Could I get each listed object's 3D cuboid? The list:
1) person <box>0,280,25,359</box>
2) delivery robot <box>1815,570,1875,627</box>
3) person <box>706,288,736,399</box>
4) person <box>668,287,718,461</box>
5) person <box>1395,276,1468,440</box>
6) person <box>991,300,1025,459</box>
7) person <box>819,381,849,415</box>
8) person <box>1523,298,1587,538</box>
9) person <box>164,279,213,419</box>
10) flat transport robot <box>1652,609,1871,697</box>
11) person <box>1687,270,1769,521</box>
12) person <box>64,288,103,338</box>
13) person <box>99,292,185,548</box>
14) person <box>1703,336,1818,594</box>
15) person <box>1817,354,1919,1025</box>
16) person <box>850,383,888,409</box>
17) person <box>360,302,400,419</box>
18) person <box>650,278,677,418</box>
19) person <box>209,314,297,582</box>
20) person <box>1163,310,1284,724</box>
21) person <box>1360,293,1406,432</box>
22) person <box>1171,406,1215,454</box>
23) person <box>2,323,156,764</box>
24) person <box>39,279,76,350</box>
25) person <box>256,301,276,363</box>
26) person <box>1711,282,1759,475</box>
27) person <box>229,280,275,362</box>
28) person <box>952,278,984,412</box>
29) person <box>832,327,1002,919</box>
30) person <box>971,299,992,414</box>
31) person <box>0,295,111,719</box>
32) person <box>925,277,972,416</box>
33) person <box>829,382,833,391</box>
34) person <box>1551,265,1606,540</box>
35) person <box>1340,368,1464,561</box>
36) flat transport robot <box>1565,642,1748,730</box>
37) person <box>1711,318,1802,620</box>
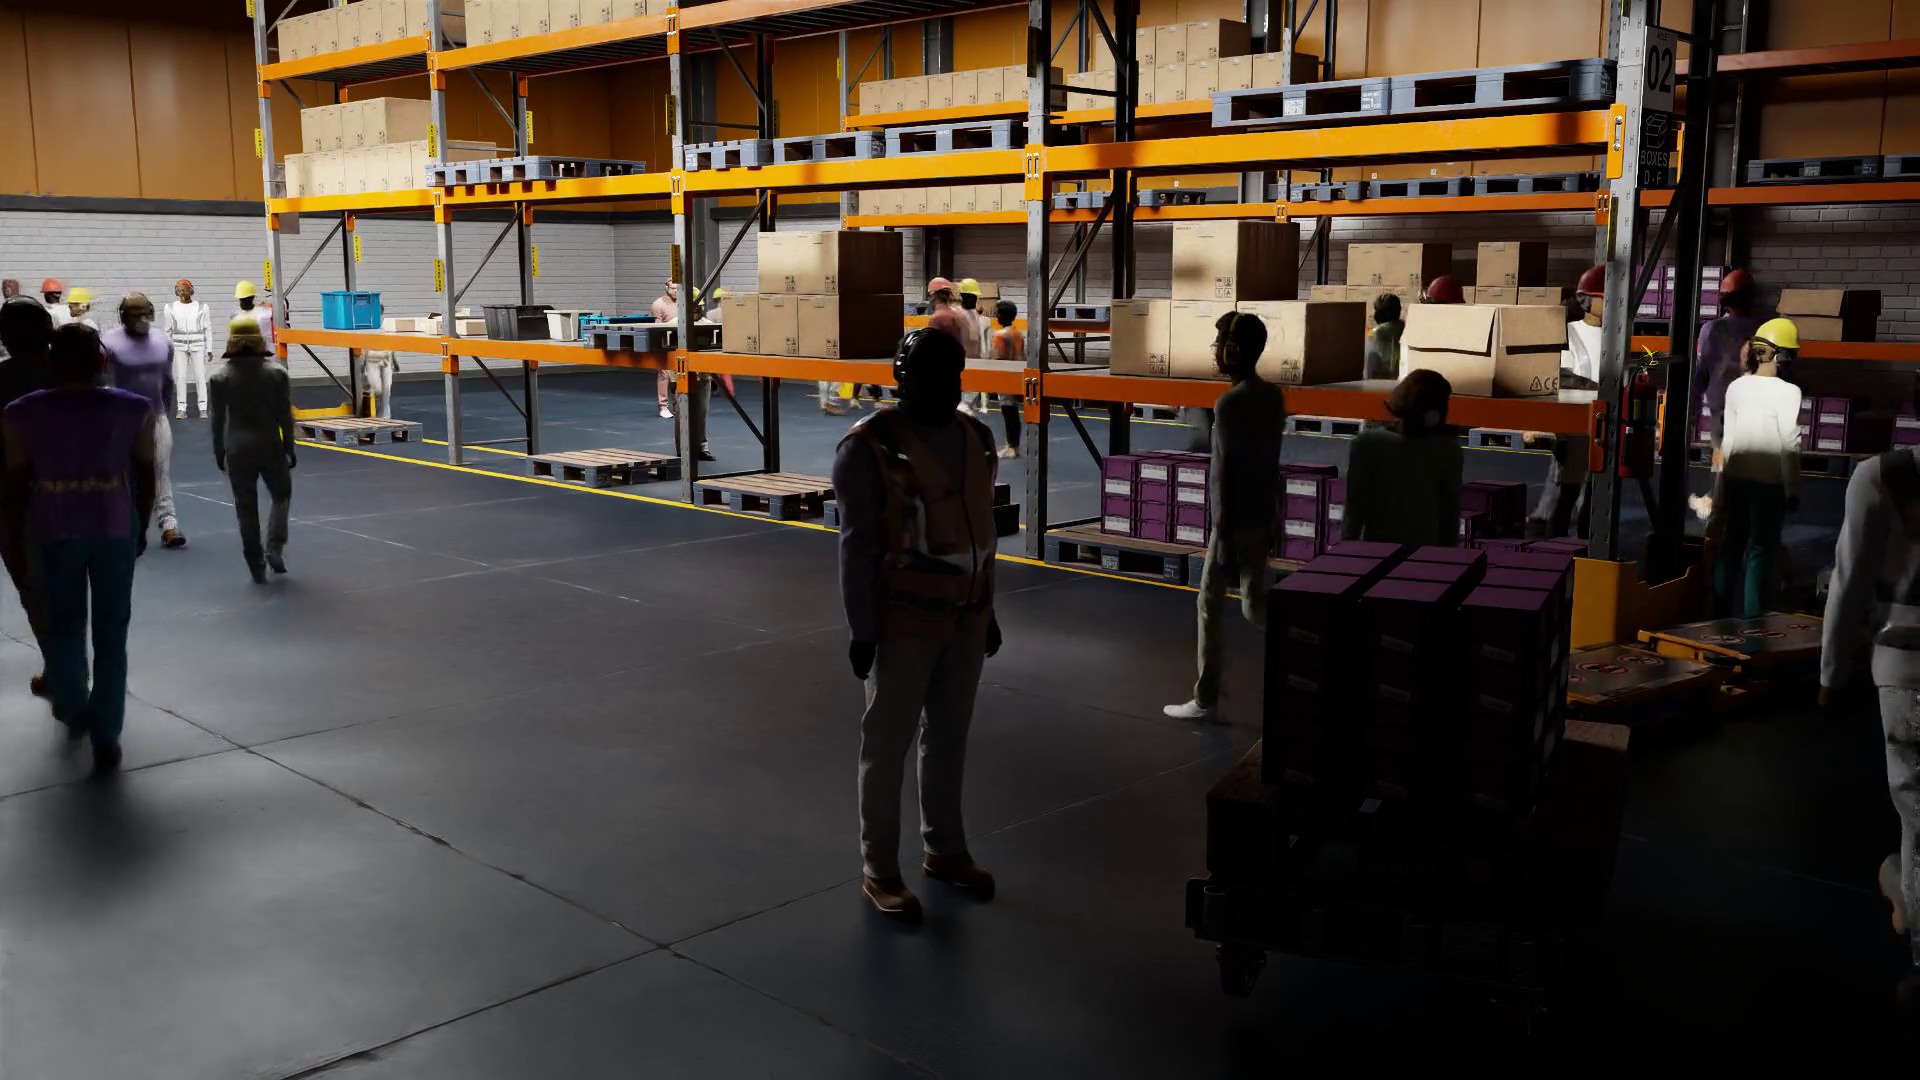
[{"bbox_3d":[-13.728,-2.826,24.083,0.915,1.859,0.670,0,9,2],"label":"person"},{"bbox_3d":[4.919,0.261,8.871,0.707,0.478,0.477,-5,11,-28],"label":"delivery robot"},{"bbox_3d":[-3.737,-3.067,26.003,0.535,1.720,0.893,-8,12,-40],"label":"person"},{"bbox_3d":[-2.778,-1.717,17.375,0.600,1.829,0.404,-9,13,-44],"label":"person"},{"bbox_3d":[3.411,-0.915,12.031,0.626,1.968,0.443,-9,13,-43],"label":"person"},{"bbox_3d":[0.514,-1.707,17.729,0.319,1.694,0.537,4,10,23],"label":"person"},{"bbox_3d":[-1.717,-2.654,22.885,0.469,1.912,0.722,-2,9,-11],"label":"person"},{"bbox_3d":[4.382,-0.858,12.197,0.531,1.802,0.912,-7,12,-37],"label":"person"},{"bbox_3d":[-10.408,-2.571,22.452,0.583,1.882,0.337,-3,10,-19],"label":"person"},{"bbox_3d":[4.034,0.548,8.265,1.431,0.197,0.652,-5,10,-26],"label":"flat transport robot"},{"bbox_3d":[5.909,-1.075,12.915,0.635,2.000,0.983,-1,9,-9],"label":"person"},{"bbox_3d":[-10.464,-2.084,19.761,0.839,1.789,0.616,-7,11,-36],"label":"person"},{"bbox_3d":[-6.025,-0.871,12.168,1.061,1.867,0.629,7,12,38],"label":"person"},{"bbox_3d":[4.949,-0.444,10.274,0.532,1.602,0.770,-7,12,-37],"label":"person"},{"bbox_3d":[2.708,0.358,4.649,0.599,1.831,0.978,2,9,9],"label":"person"},{"bbox_3d":[-1.336,-2.706,23.916,0.570,1.703,0.434,9,13,43],"label":"person"},{"bbox_3d":[-7.483,-2.255,21.324,0.423,1.626,0.531,5,11,30],"label":"person"},{"bbox_3d":[-3.912,-2.624,22.733,0.404,1.903,0.636,7,11,36],"label":"person"},{"bbox_3d":[-4.572,-0.590,10.772,0.516,1.724,0.396,-3,10,-15],"label":"person"},{"bbox_3d":[1.275,-0.066,7.210,0.780,1.851,0.522,9,13,43],"label":"person"},{"bbox_3d":[3.745,-1.227,14.414,0.632,1.821,0.737,-5,10,-27],"label":"person"},{"bbox_3d":[2.169,-1.251,14.352,0.617,1.880,0.824,-8,12,-39],"label":"person"},{"bbox_3d":[-3.675,-0.008,7.024,0.564,1.791,0.996,-4,10,-24],"label":"person"},{"bbox_3d":[-12.008,-2.520,22.150,0.977,1.890,0.558,2,9,11],"label":"person"},{"bbox_3d":[-8.764,-2.191,20.927,0.533,1.619,0.412,5,10,27],"label":"person"},{"bbox_3d":[7.532,-1.544,16.098,0.400,1.905,0.644,4,10,21],"label":"person"},{"bbox_3d":[-8.602,-2.229,20.345,0.614,1.888,0.621,2,10,14],"label":"person"},{"bbox_3d":[0.110,-2.071,19.313,0.471,1.913,0.595,4,10,23],"label":"person"},{"bbox_3d":[-0.100,0.253,5.271,0.634,1.841,0.429,-9,13,-42],"label":"person"},{"bbox_3d":[0.209,-2.570,23.242,0.499,1.628,0.278,-4,10,-25],"label":"person"},{"bbox_3d":[-4.172,-0.151,7.556,0.840,1.911,0.647,8,12,39],"label":"person"},{"bbox_3d":[-0.241,-1.694,16.931,1.071,1.921,0.620,5,11,30],"label":"person"},{"bbox_3d":[-2.062,-3.268,27.488,0.500,1.636,0.282,7,12,38],"label":"person"},{"bbox_3d":[3.982,-0.698,10.497,0.627,2.041,0.385,-5,11,-28],"label":"person"},{"bbox_3d":[1.877,0.069,7.101,0.519,1.603,0.601,1,9,5],"label":"person"},{"bbox_3d":[2.835,0.681,7.450,1.431,0.197,0.652,-6,11,-35],"label":"flat transport robot"},{"bbox_3d":[4.345,-0.314,9.013,0.342,1.760,0.533,-2,10,-14],"label":"person"}]
